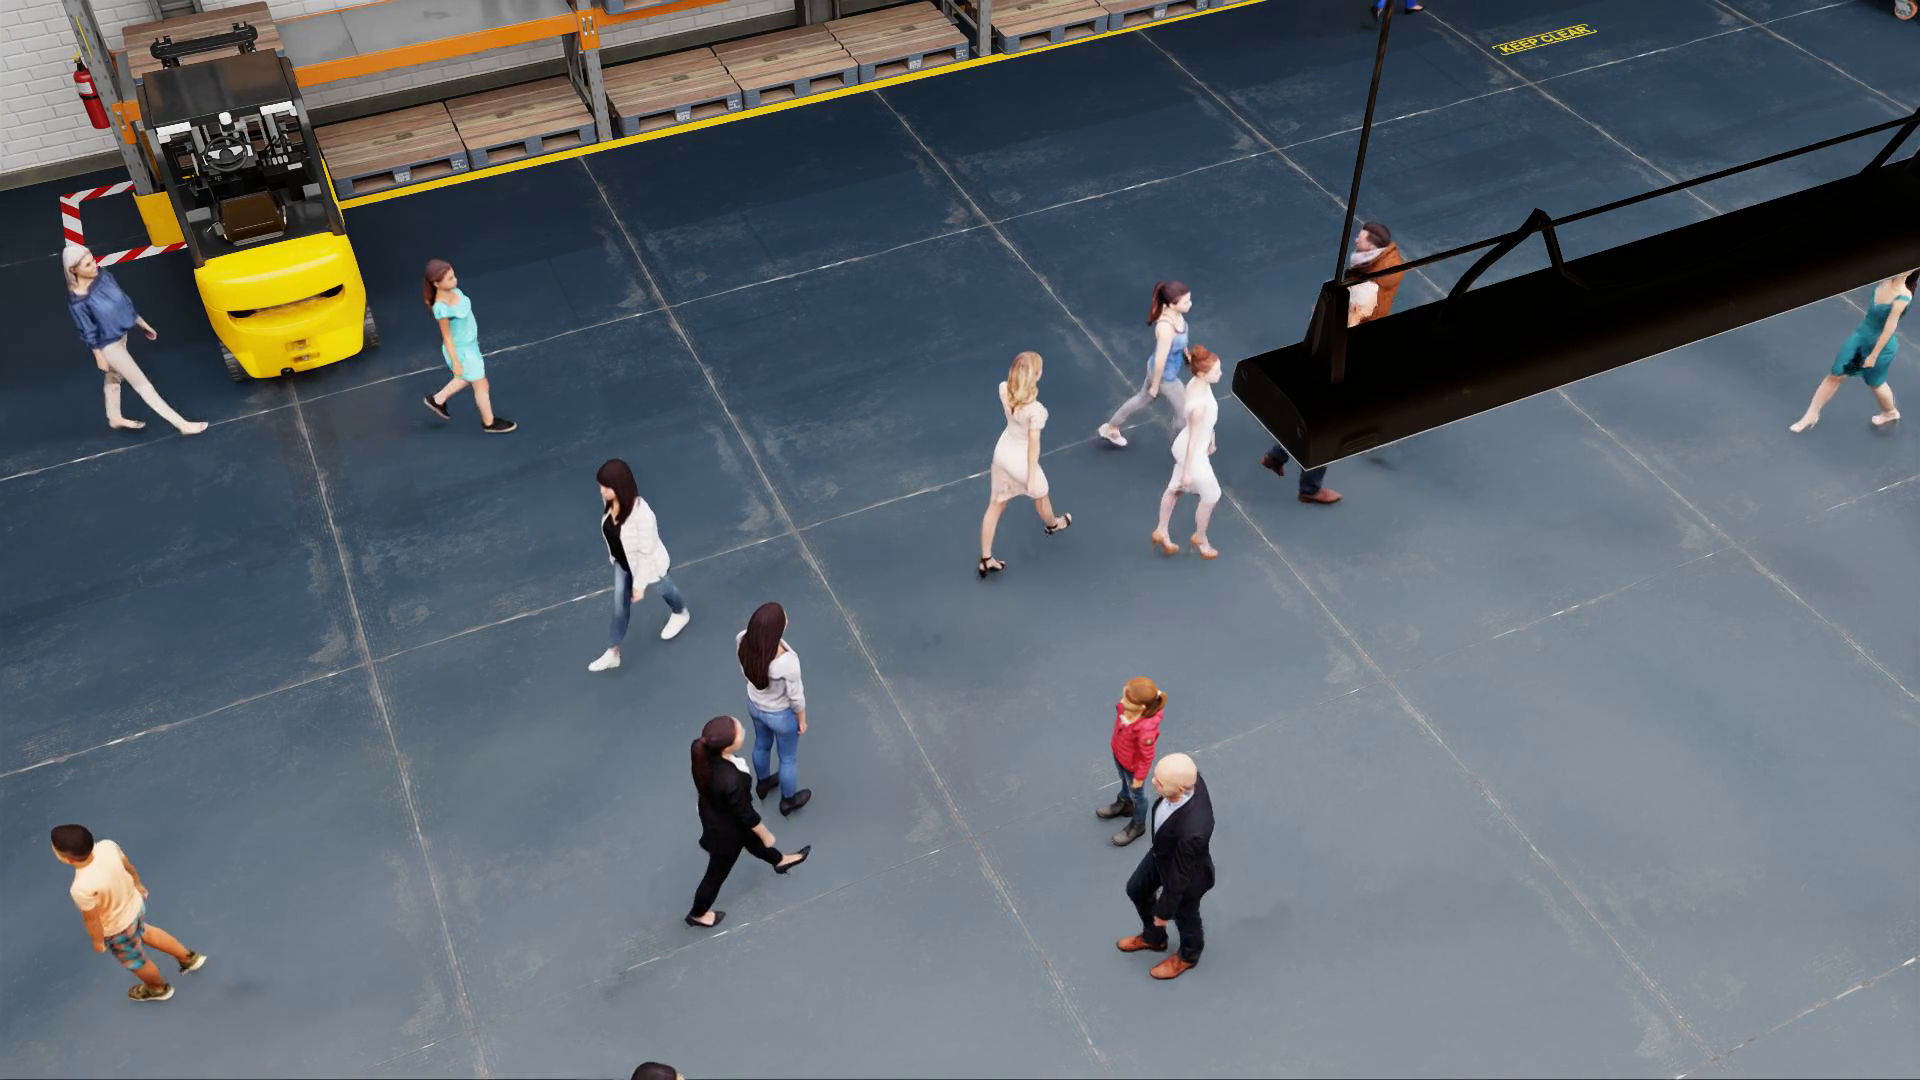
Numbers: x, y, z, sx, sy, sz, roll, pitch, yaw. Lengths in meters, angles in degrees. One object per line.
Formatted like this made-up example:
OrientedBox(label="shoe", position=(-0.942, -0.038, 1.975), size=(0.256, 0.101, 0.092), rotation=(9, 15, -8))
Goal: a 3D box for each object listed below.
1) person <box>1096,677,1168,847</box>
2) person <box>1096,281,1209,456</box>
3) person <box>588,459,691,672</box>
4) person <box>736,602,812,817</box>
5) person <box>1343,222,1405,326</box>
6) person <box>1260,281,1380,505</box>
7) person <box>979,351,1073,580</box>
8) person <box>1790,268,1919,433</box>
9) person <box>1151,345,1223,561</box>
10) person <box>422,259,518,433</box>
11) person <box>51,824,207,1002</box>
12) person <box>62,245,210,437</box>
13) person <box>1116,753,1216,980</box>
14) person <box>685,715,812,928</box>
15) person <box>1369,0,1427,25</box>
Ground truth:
OrientedBox(label="person", position=(1.001, 1.244, 9.571), size=(0.514, 1.318, 0.528), rotation=(-13, 45, -14))
OrientedBox(label="person", position=(1.392, -1.211, 11.963), size=(1.135, 1.574, 0.944), rotation=(4, 44, 4))
OrientedBox(label="person", position=(-1.976, 0.090, 10.586), size=(0.952, 1.589, 1.146), rotation=(25, 49, 24))
OrientedBox(label="person", position=(-1.088, 0.978, 9.624), size=(0.676, 1.630, 0.683), rotation=(25, 49, 24))
OrientedBox(label="person", position=(2.966, -1.456, 12.044), size=(0.986, 1.818, 1.020), rotation=(31, 52, 29))
OrientedBox(label="person", position=(2.468, -1.018, 11.532), size=(0.995, 1.889, 0.935), rotation=(2, 44, 2))
OrientedBox(label="person", position=(0.303, -0.453, 11.016), size=(1.135, 1.782, 0.813), rotation=(-33, 53, -30))
OrientedBox(label="person", position=(6.732, -1.414, 12.131), size=(1.108, 1.636, 0.837), rotation=(2, 44, 3))
OrientedBox(label="person", position=(1.454, -0.563, 11.135), size=(0.841, 1.778, 0.775), rotation=(6, 44, 6))
OrientedBox(label="person", position=(-3.723, -1.412, 12.195), size=(0.967, 1.544, 0.760), rotation=(-2, 44, -2))
OrientedBox(label="person", position=(-4.338, 1.971, 8.711), size=(0.761, 1.451, 0.676), rotation=(1, 44, 1))
OrientedBox(label="person", position=(-6.260, -1.424, 12.126), size=(1.154, 1.657, 0.938), rotation=(1, 44, 1))
OrientedBox(label="person", position=(1.226, 1.703, 8.754), size=(0.777, 1.781, 0.798), rotation=(-10, 45, -11))
OrientedBox(label="person", position=(-1.341, 1.585, 8.998), size=(1.079, 1.615, 0.693), rotation=(-23, 48, -22))
OrientedBox(label="person", position=(4.589, -6.068, 16.988), size=(1.046, 1.674, 0.607), rotation=(-18, 46, -18))
